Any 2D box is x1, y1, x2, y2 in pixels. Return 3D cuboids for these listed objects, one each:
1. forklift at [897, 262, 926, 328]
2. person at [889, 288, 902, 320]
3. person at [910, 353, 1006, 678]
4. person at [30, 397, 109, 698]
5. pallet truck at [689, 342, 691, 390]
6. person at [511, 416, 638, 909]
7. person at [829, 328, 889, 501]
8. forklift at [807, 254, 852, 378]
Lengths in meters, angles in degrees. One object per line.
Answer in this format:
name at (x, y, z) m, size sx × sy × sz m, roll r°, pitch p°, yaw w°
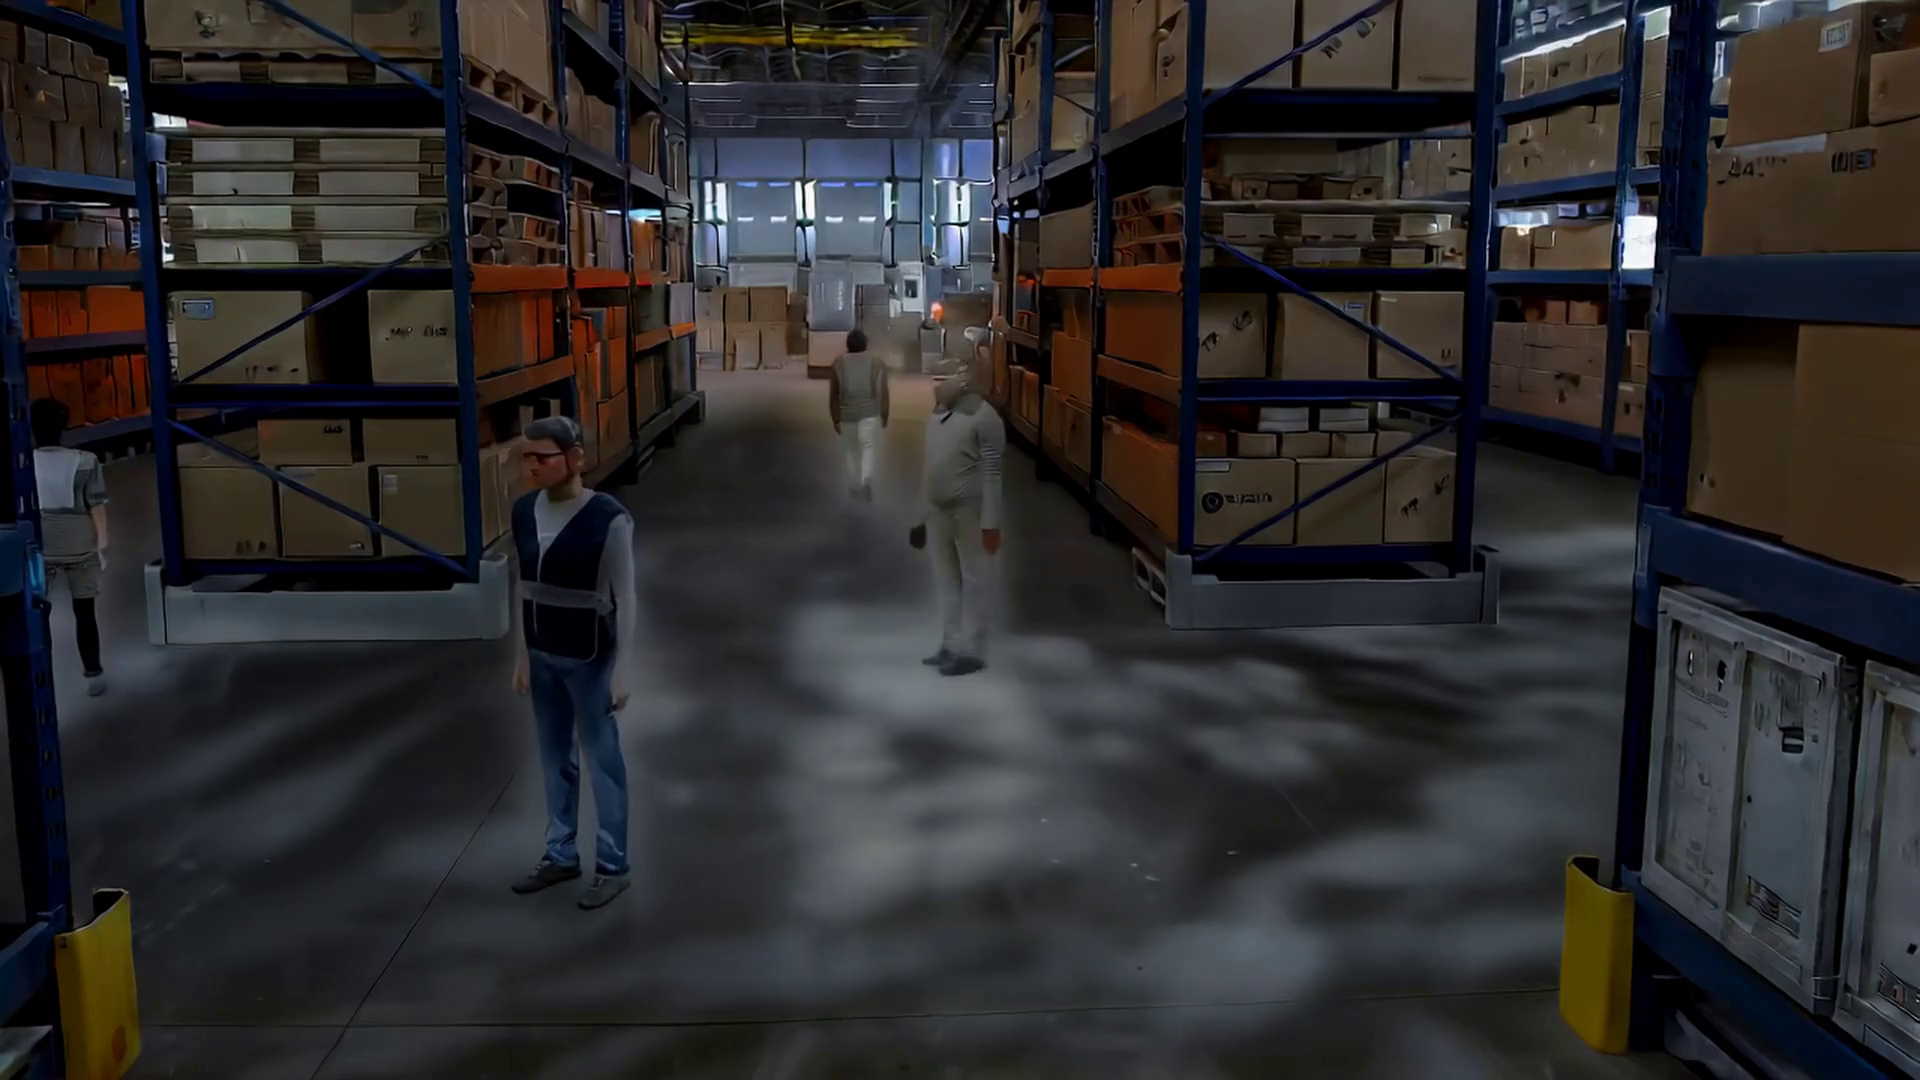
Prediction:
forklift at (-1.780, -8.547, 59.499) m, size 1.129 × 2.768 × 1.873 m, roll -1°, pitch 9°, yaw -4°
person at (-2.315, -7.829, 57.976) m, size 0.636 × 1.931 × 0.377 m, roll 3°, pitch 10°, yaw 19°
person at (-0.072, -0.141, 9.818) m, size 0.536 × 1.897 × 0.696 m, roll -7°, pitch 12°, yaw -39°
person at (-4.988, 0.058, 9.196) m, size 0.537 × 1.692 × 0.320 m, roll -5°, pitch 10°, yaw -28°
pallet truck at (-5.225, -3.008, 27.480) m, size 1.885 × 1.965 × 0.823 m, roll 2°, pitch 9°, yaw 14°
person at (-1.443, 0.448, 6.256) m, size 0.567 × 1.844 × 0.375 m, roll 6°, pitch 11°, yaw 31°
person at (-1.064, -1.321, 17.486) m, size 0.619 × 1.816 × 0.887 m, roll 0°, pitch 9°, yaw 1°
forklift at (-2.942, -5.145, 38.138) m, size 1.129 × 2.768 × 1.873 m, roll -1°, pitch 9°, yaw -4°
